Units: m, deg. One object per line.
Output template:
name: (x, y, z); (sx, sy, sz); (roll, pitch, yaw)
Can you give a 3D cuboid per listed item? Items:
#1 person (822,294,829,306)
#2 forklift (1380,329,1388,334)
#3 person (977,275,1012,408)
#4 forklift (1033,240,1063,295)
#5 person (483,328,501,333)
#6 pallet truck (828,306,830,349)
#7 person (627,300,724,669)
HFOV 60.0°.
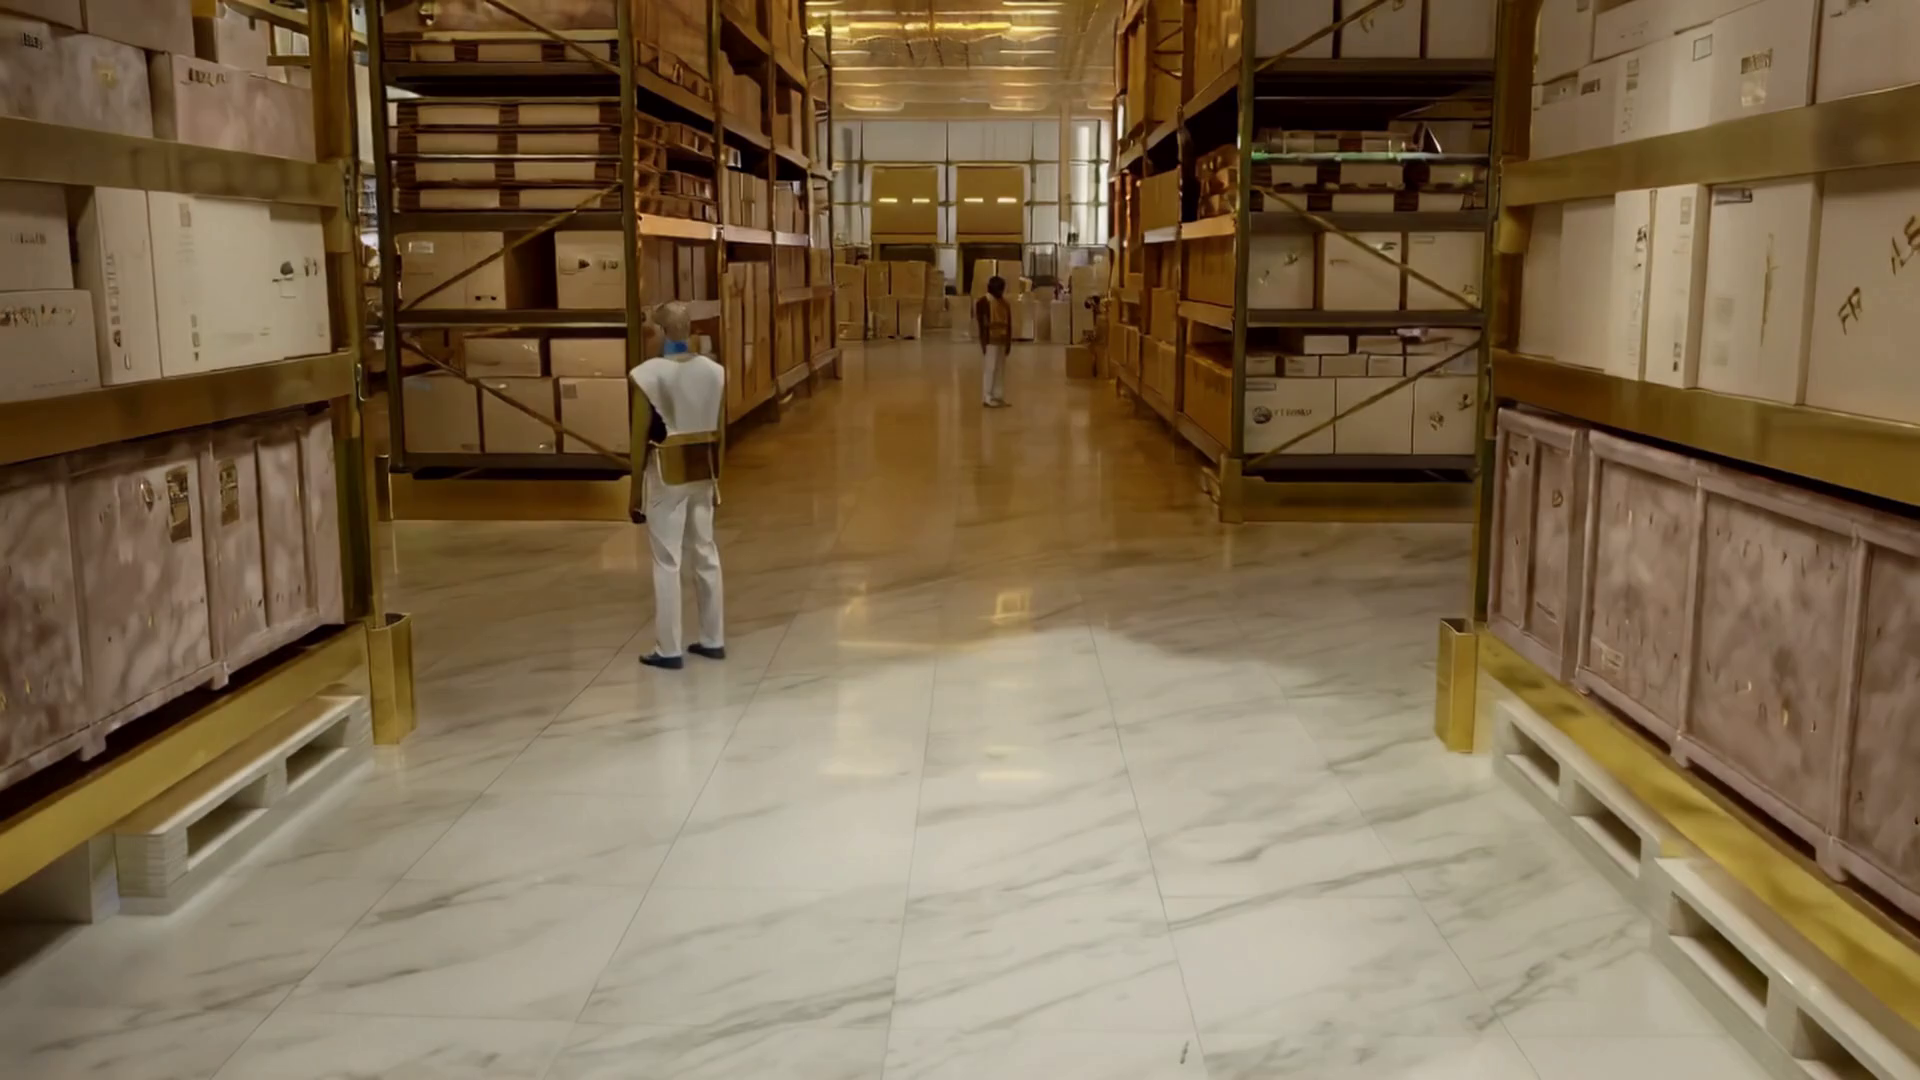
person: (-2.903, -4.835, 35.173); (0.396, 1.992, 0.622); (9, 13, 44)
forklift: (8.917, -5.833, 38.504); (1.873, 2.768, 1.129); (0, 9, 0)
person: (0.510, -2.772, 23.264); (0.429, 1.846, 0.633); (6, 11, 33)
forklift: (3.133, -9.316, 59.367); (1.129, 2.768, 1.873); (0, 9, 1)
person: (-9.149, -4.270, 32.785); (0.856, 1.646, 0.556); (-3, 10, -15)
pallet truck: (-3.100, -3.940, 29.800); (1.885, 1.965, 0.823); (3, 10, 19)
person: (-1.394, -0.271, 8.316); (0.383, 1.836, 0.564); (9, 13, 42)
